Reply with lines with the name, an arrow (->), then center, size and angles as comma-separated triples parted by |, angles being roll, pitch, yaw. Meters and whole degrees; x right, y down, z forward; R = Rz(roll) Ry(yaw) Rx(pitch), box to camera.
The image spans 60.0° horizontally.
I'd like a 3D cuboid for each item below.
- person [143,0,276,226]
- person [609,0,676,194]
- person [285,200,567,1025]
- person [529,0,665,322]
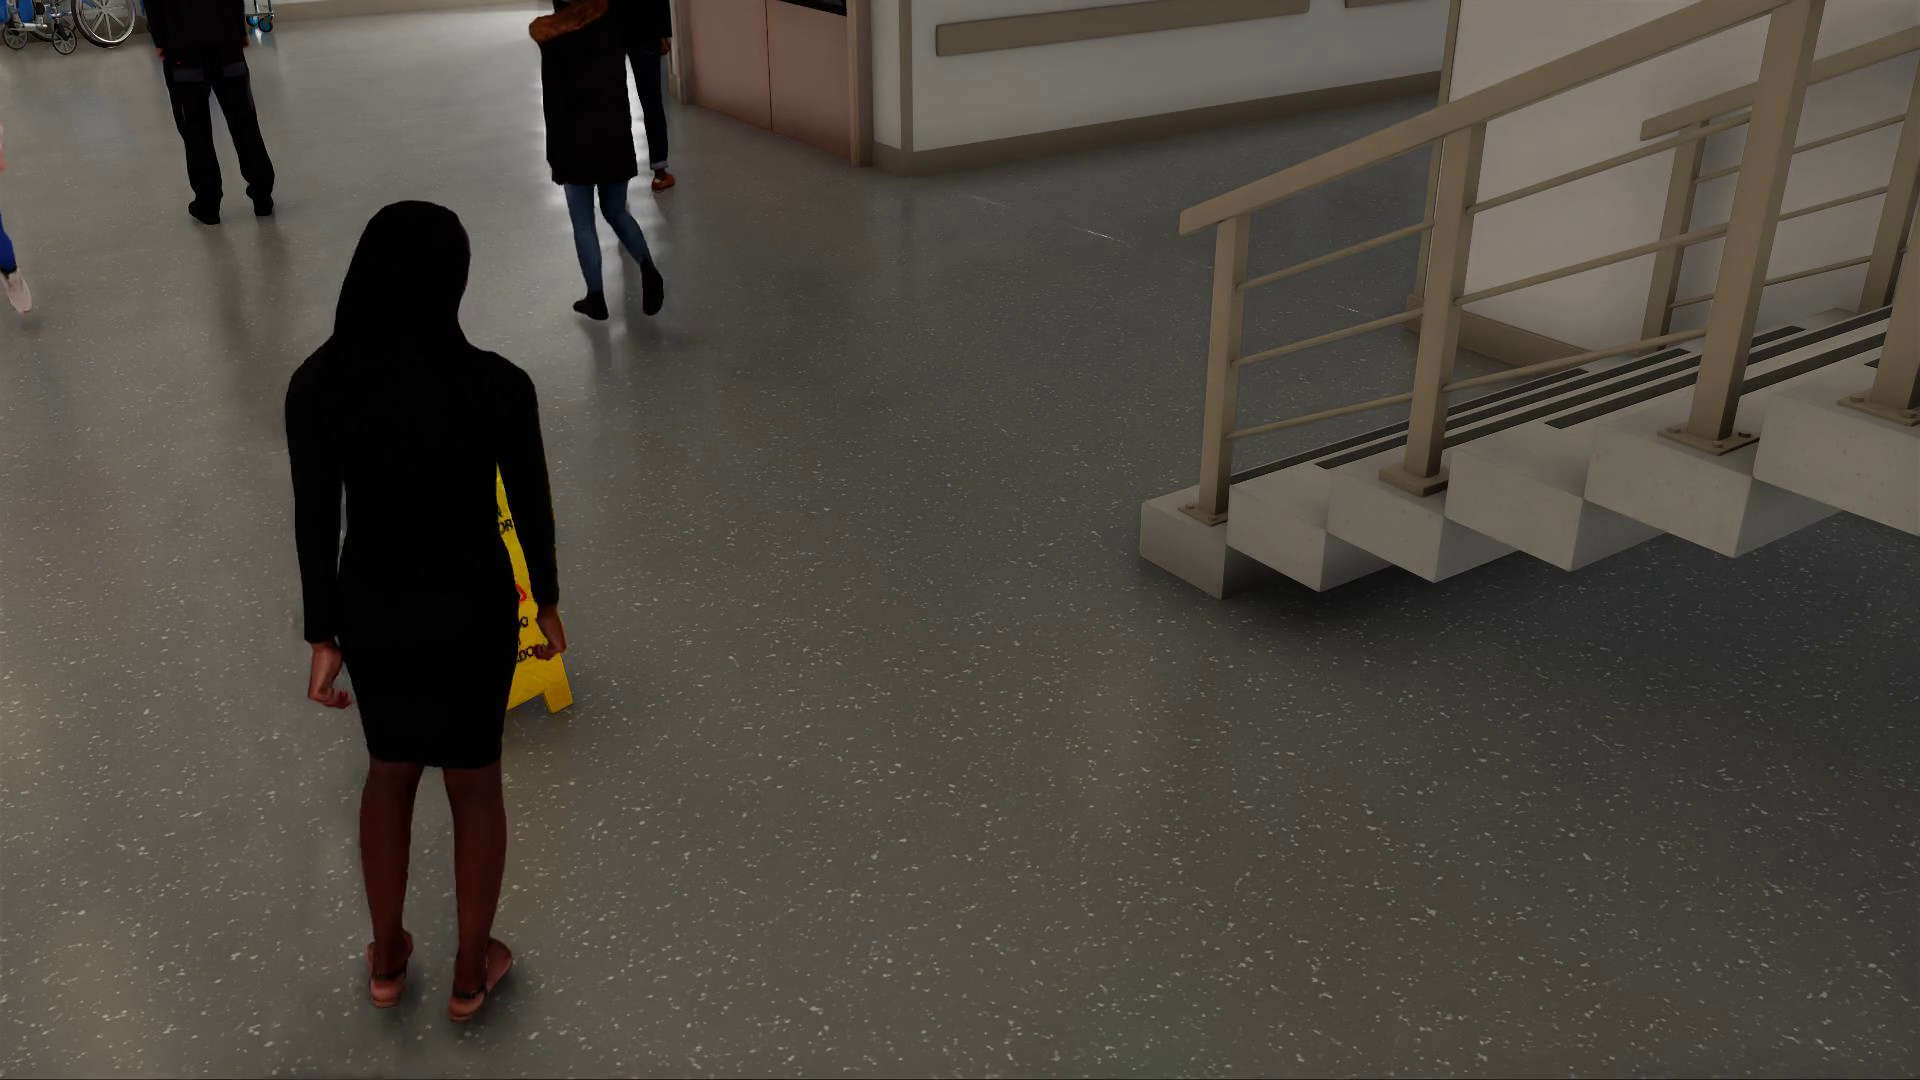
person -> -4.163, -2.726, 9.130 | 0.674, 1.913, 0.560 | -17, 30, -31
person -> -1.955, -2.948, 9.701 | 0.786, 1.817, 0.775 | -3, 26, -6
person -> -1.065, 0.214, 3.293 | 0.755, 1.688, 0.759 | -10, 27, -19
person -> -1.595, -1.749, 7.441 | 0.696, 1.622, 0.870 | -22, 33, -38
